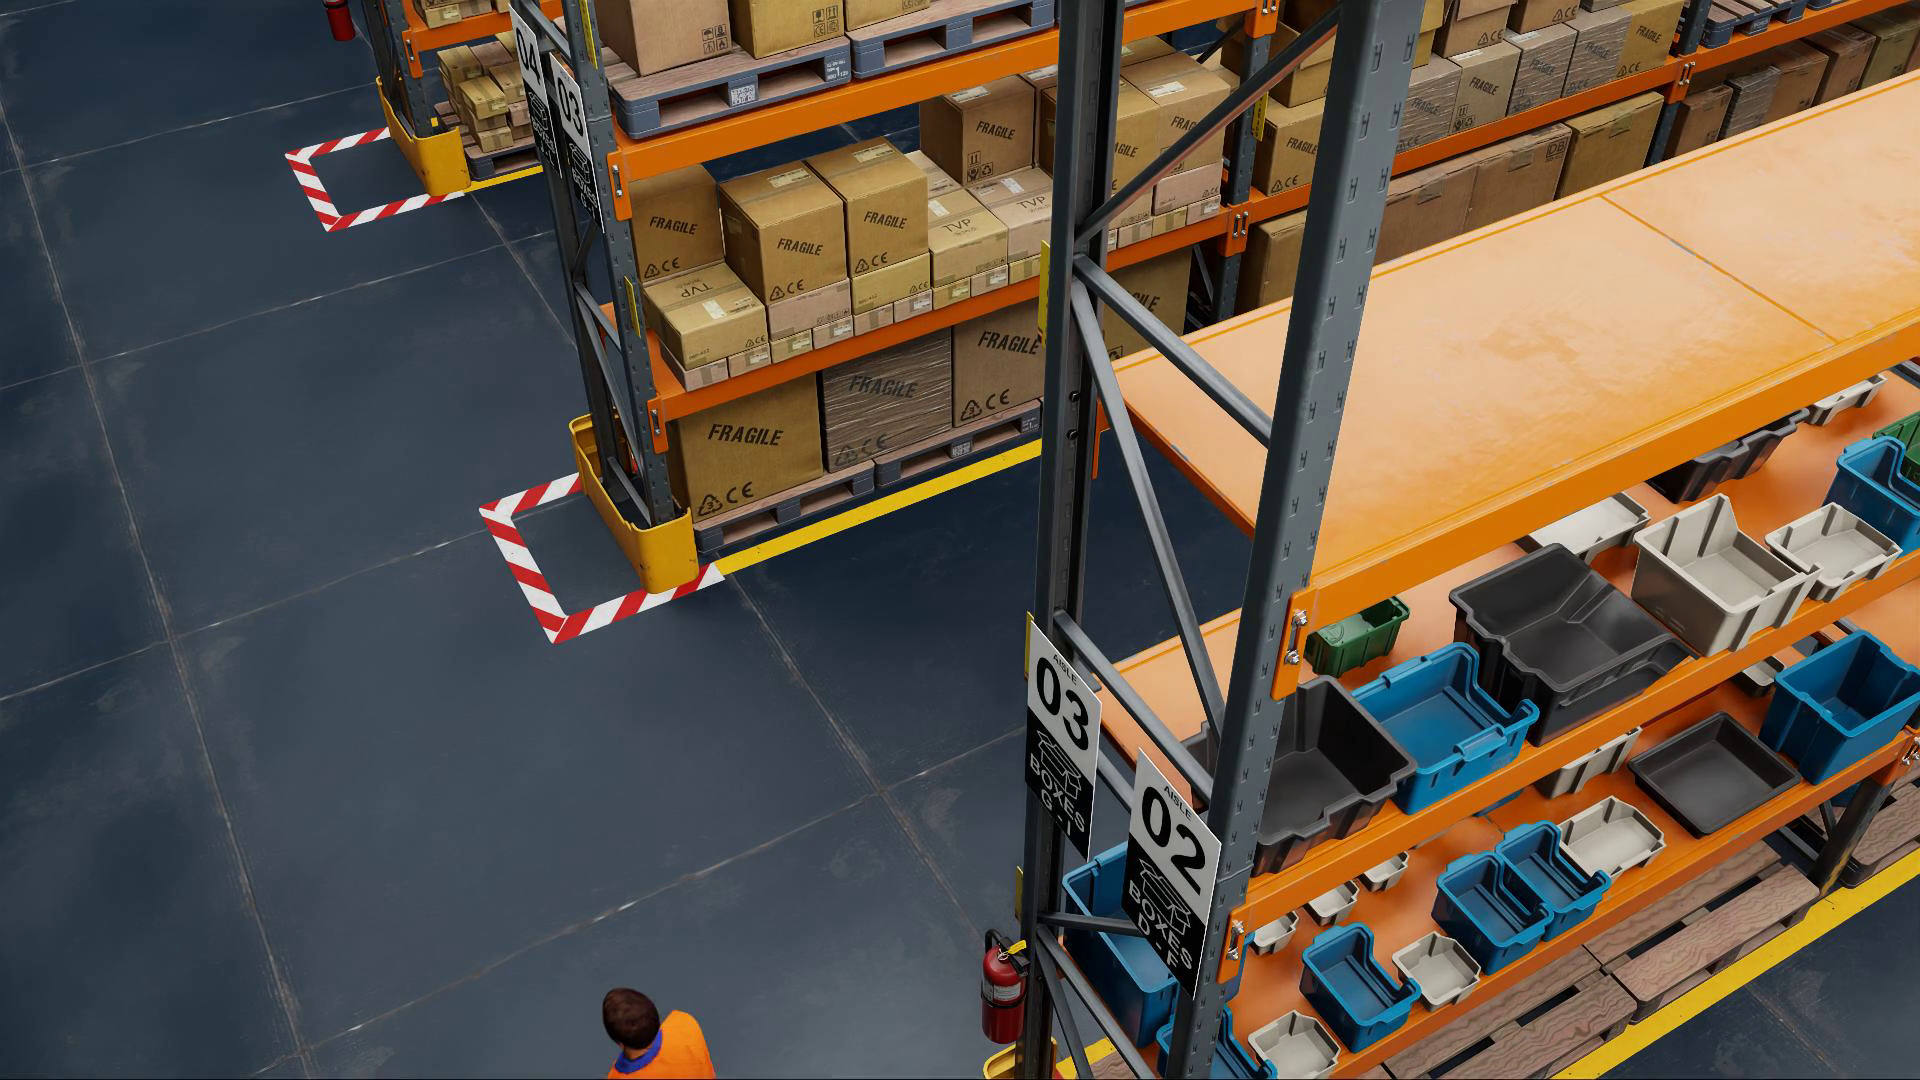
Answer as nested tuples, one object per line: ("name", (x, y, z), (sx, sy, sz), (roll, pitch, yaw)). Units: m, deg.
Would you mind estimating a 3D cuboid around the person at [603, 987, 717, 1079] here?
("person", (-1.029, 2.309, 6.309), (1.070, 1.814, 1.240), (28, 50, 27))
